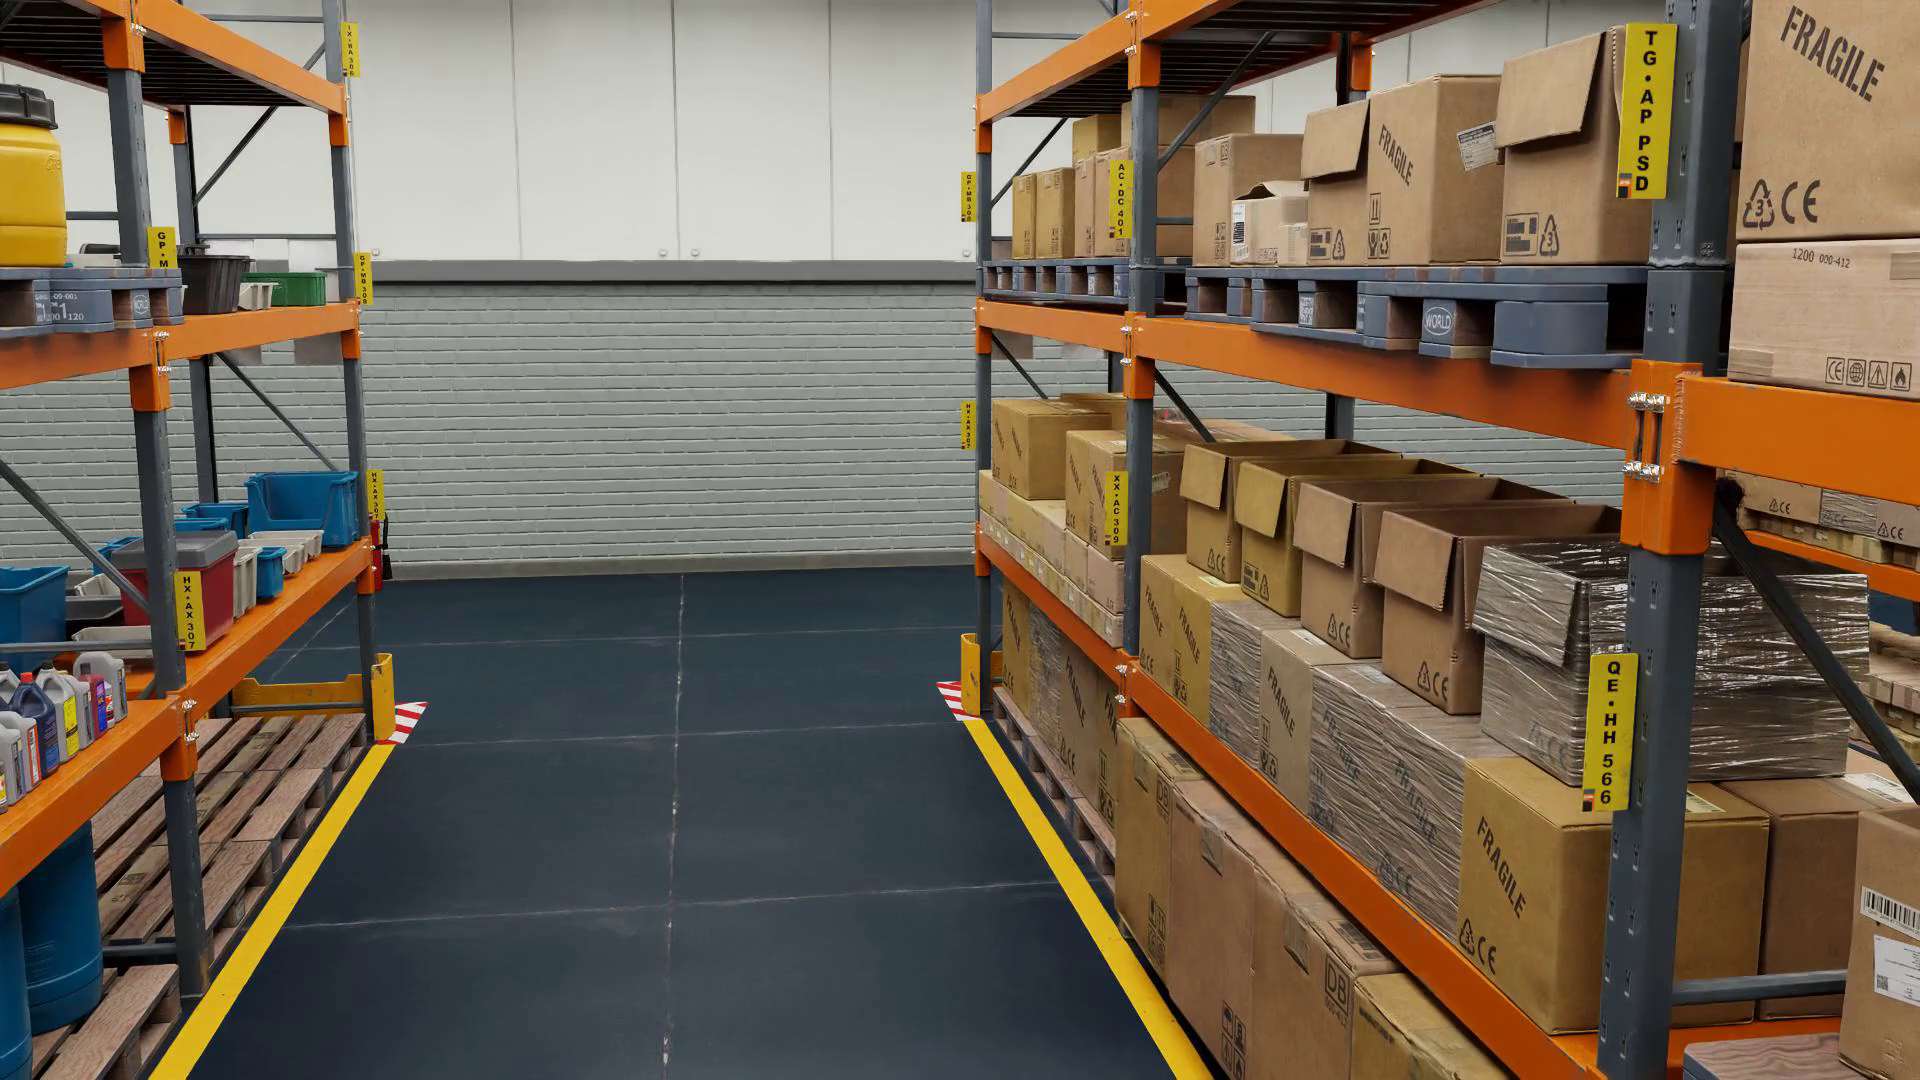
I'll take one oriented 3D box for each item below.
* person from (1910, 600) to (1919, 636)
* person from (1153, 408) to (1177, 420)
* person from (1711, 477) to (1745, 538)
[{"bbox_3d":[7.351,0.030,12.431,0.688,2.011,0.548,-7,12,-37],"label":"person"},{"bbox_3d":[1.908,-0.293,15.024,0.912,1.810,0.579,1,9,6],"label":"person"},{"bbox_3d":[4.067,0.604,9.124,0.626,1.915,0.989,1,9,5],"label":"person"}]
